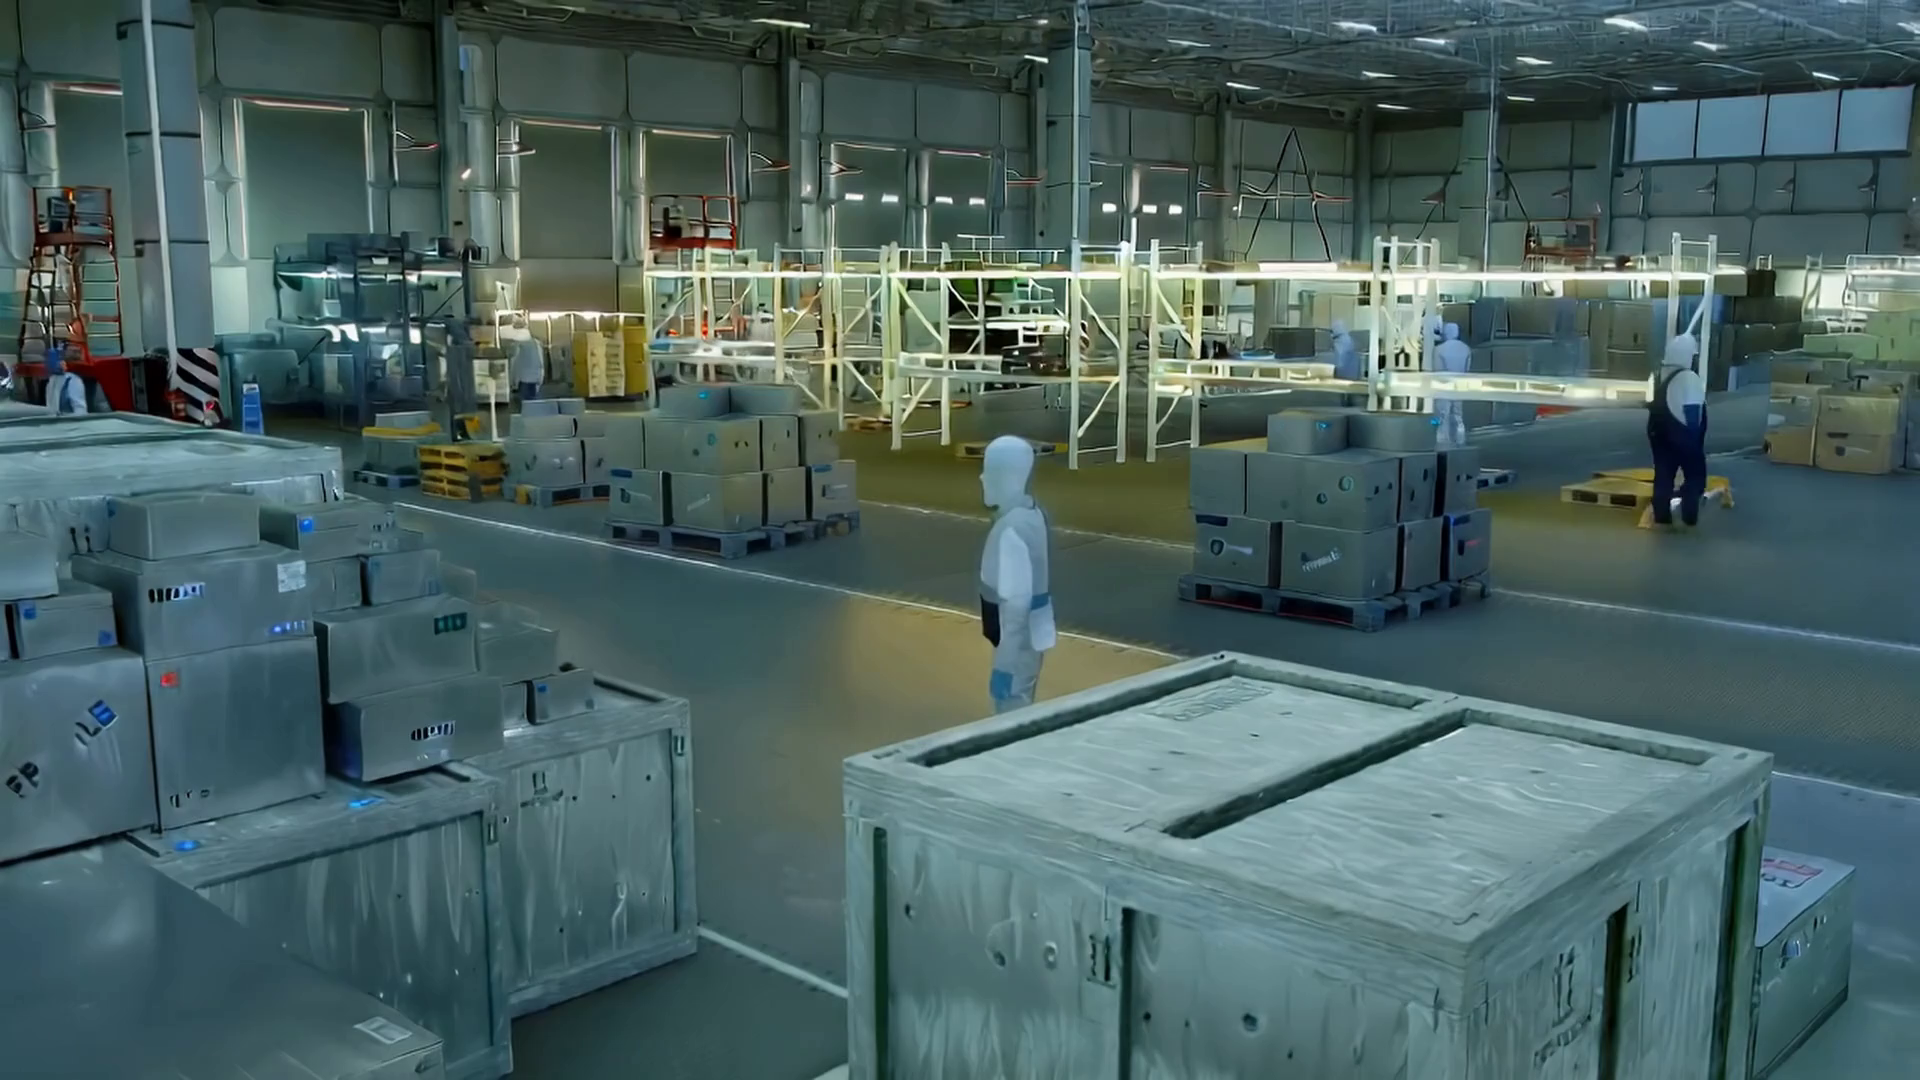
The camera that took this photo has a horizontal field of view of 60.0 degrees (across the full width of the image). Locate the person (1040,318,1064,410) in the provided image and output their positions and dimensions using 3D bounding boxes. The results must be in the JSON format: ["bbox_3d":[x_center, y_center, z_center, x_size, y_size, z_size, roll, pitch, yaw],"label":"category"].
[{"bbox_3d":[1.750,-3.316,31.385,0.487,1.736,0.322,-4,10,-23],"label":"person"}]

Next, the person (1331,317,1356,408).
[{"bbox_3d":[5.875,-2.454,25.543,0.399,1.926,0.642,6,11,31],"label":"person"}]

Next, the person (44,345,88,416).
[{"bbox_3d":[-9.194,-1.066,17.128,0.574,1.884,0.361,7,11,36],"label":"person"}]

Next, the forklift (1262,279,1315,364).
[{"bbox_3d":[8.555,-6.090,44.881,1.873,2.768,1.129,9,13,43],"label":"forklift"}]

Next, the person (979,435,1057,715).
[{"bbox_3d":[0.244,0.481,7.535,0.391,1.920,0.593,1,9,4],"label":"person"}]

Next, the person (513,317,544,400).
[{"bbox_3d":[-6.693,-2.485,25.704,0.594,1.922,0.386,7,11,35],"label":"person"}]

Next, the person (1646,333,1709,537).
[{"bbox_3d":[7.161,-1.055,16.579,0.537,2.000,0.698,-3,10,-19],"label":"person"}]

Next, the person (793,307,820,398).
[{"bbox_3d":[-3.135,-3.767,33.719,0.561,1.889,1.011,2,10,15],"label":"person"}]

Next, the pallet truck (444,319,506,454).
[{"bbox_3d":[-6.981,-1.942,22.150,1.885,1.965,0.823,1,9,9],"label":"pallet truck"}]

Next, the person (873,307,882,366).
[{"bbox_3d":[-2.150,-5.384,44.385,0.321,1.632,0.523,-1,9,-6],"label":"person"}]

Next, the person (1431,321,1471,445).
[{"bbox_3d":[6.819,-2.070,23.164,0.623,1.932,0.370,-5,10,-27],"label":"person"}]

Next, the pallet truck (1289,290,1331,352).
[{"bbox_3d":[11.297,-6.951,52.861,1.885,1.965,0.823,-5,11,-29],"label":"pallet truck"}]

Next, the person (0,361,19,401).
[{"bbox_3d":[-8.530,-0.693,15.007,0.544,1.823,0.957,8,12,41],"label":"person"}]
